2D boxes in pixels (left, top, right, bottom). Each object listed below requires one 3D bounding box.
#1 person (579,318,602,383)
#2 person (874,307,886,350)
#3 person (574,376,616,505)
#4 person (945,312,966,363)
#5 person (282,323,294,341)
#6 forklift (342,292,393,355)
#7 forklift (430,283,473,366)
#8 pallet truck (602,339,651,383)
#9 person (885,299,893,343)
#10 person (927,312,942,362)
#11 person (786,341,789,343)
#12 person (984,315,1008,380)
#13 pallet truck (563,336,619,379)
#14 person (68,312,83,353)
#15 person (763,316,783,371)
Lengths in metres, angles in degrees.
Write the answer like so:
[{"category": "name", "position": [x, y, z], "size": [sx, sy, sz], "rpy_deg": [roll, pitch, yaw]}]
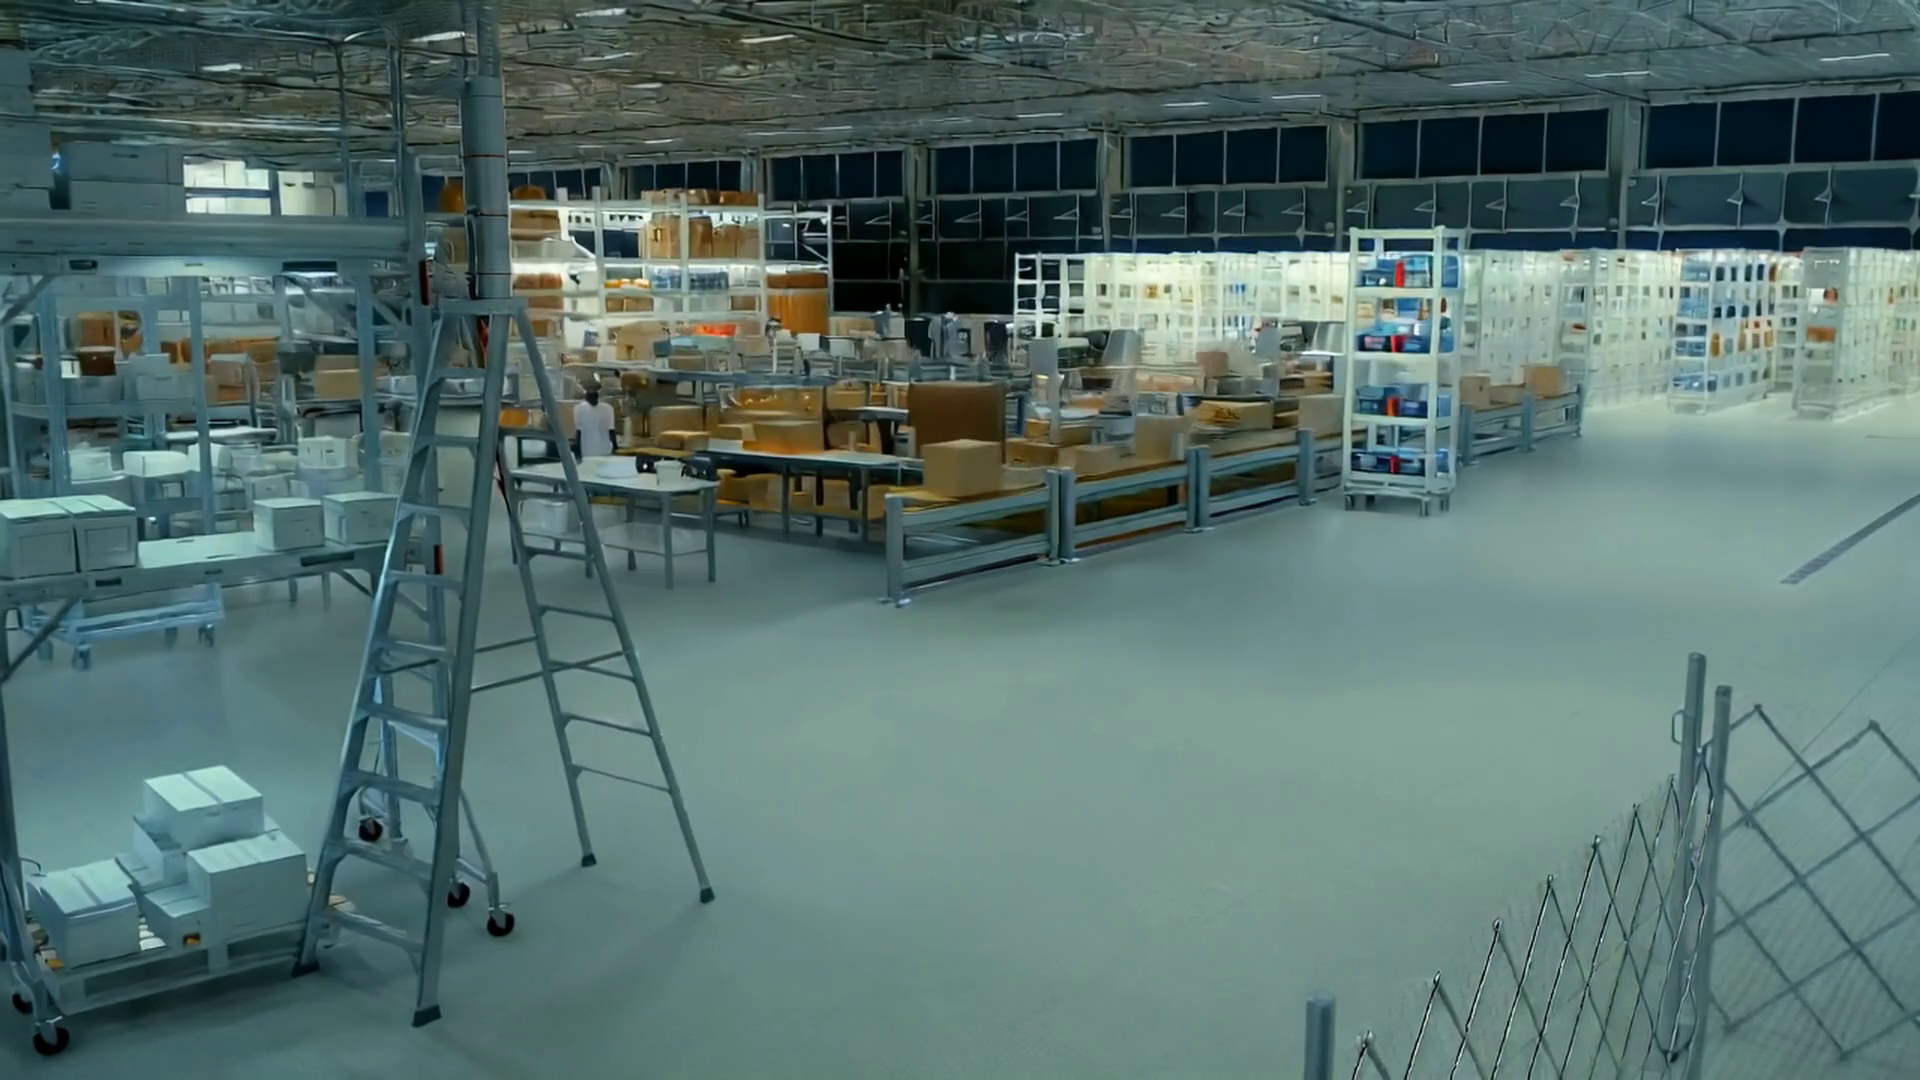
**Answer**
[{"category": "person", "position": [-9.325, -4.671, 42.146], "size": [0.740, 1.928, 0.625], "rpy_deg": [5, 10, 29]}, {"category": "person", "position": [-3.164, -8.293, 65.368], "size": [0.497, 1.726, 0.417], "rpy_deg": [-4, 10, -24]}, {"category": "person", "position": [-4.179, -0.934, 19.019], "size": [0.530, 1.866, 0.323], "rpy_deg": [2, 9, 10]}, {"category": "person", "position": [-0.195, -6.487, 53.845], "size": [0.810, 1.813, 0.571], "rpy_deg": [3, 10, 19]}, {"category": "person", "position": [-18.446, -5.162, 45.971], "size": [0.558, 1.668, 0.708], "rpy_deg": [8, 12, 42]}, {"category": "forklift", "position": [-16.485, -5.622, 45.120], "size": [1.129, 2.768, 1.873], "rpy_deg": [7, 11, 37]}, {"category": "forklift", "position": [-15.463, -6.388, 49.903], "size": [1.129, 2.768, 1.873], "rpy_deg": [7, 11, 37]}, {"category": "pallet truck", "position": [-8.991, -4.871, 45.351], "size": [0.653, 1.274, 1.630], "rpy_deg": [7, 11, 37]}, {"category": "person", "position": [-2.999, -9.238, 70.618], "size": [0.376, 1.936, 0.549], "rpy_deg": [-4, 10, -22]}, {"category": "person", "position": [-0.869, -6.840, 56.224], "size": [0.564, 1.752, 0.339], "rpy_deg": [-6, 11, -32]}, {"category": "person", "position": [-7.392, -9.046, 69.615], "size": [0.628, 1.878, 0.643], "rpy_deg": [-8, 12, -41]}, {"category": "person", "position": [1.017, -5.370, 46.653], "size": [0.672, 1.877, 0.531], "rpy_deg": [-3, 10, -19]}, {"category": "pallet truck", "position": [-10.690, -5.294, 48.215], "size": [1.601, 1.201, 0.680], "rpy_deg": [-5, 10, -26]}, {"category": "person", "position": [-29.599, -6.822, 55.703], "size": [0.688, 1.906, 0.418], "rpy_deg": [9, 13, 43]}, {"category": "person", "position": [-5.562, -5.726, 49.130], "size": [0.826, 1.803, 0.591], "rpy_deg": [7, 11, 36]}]
